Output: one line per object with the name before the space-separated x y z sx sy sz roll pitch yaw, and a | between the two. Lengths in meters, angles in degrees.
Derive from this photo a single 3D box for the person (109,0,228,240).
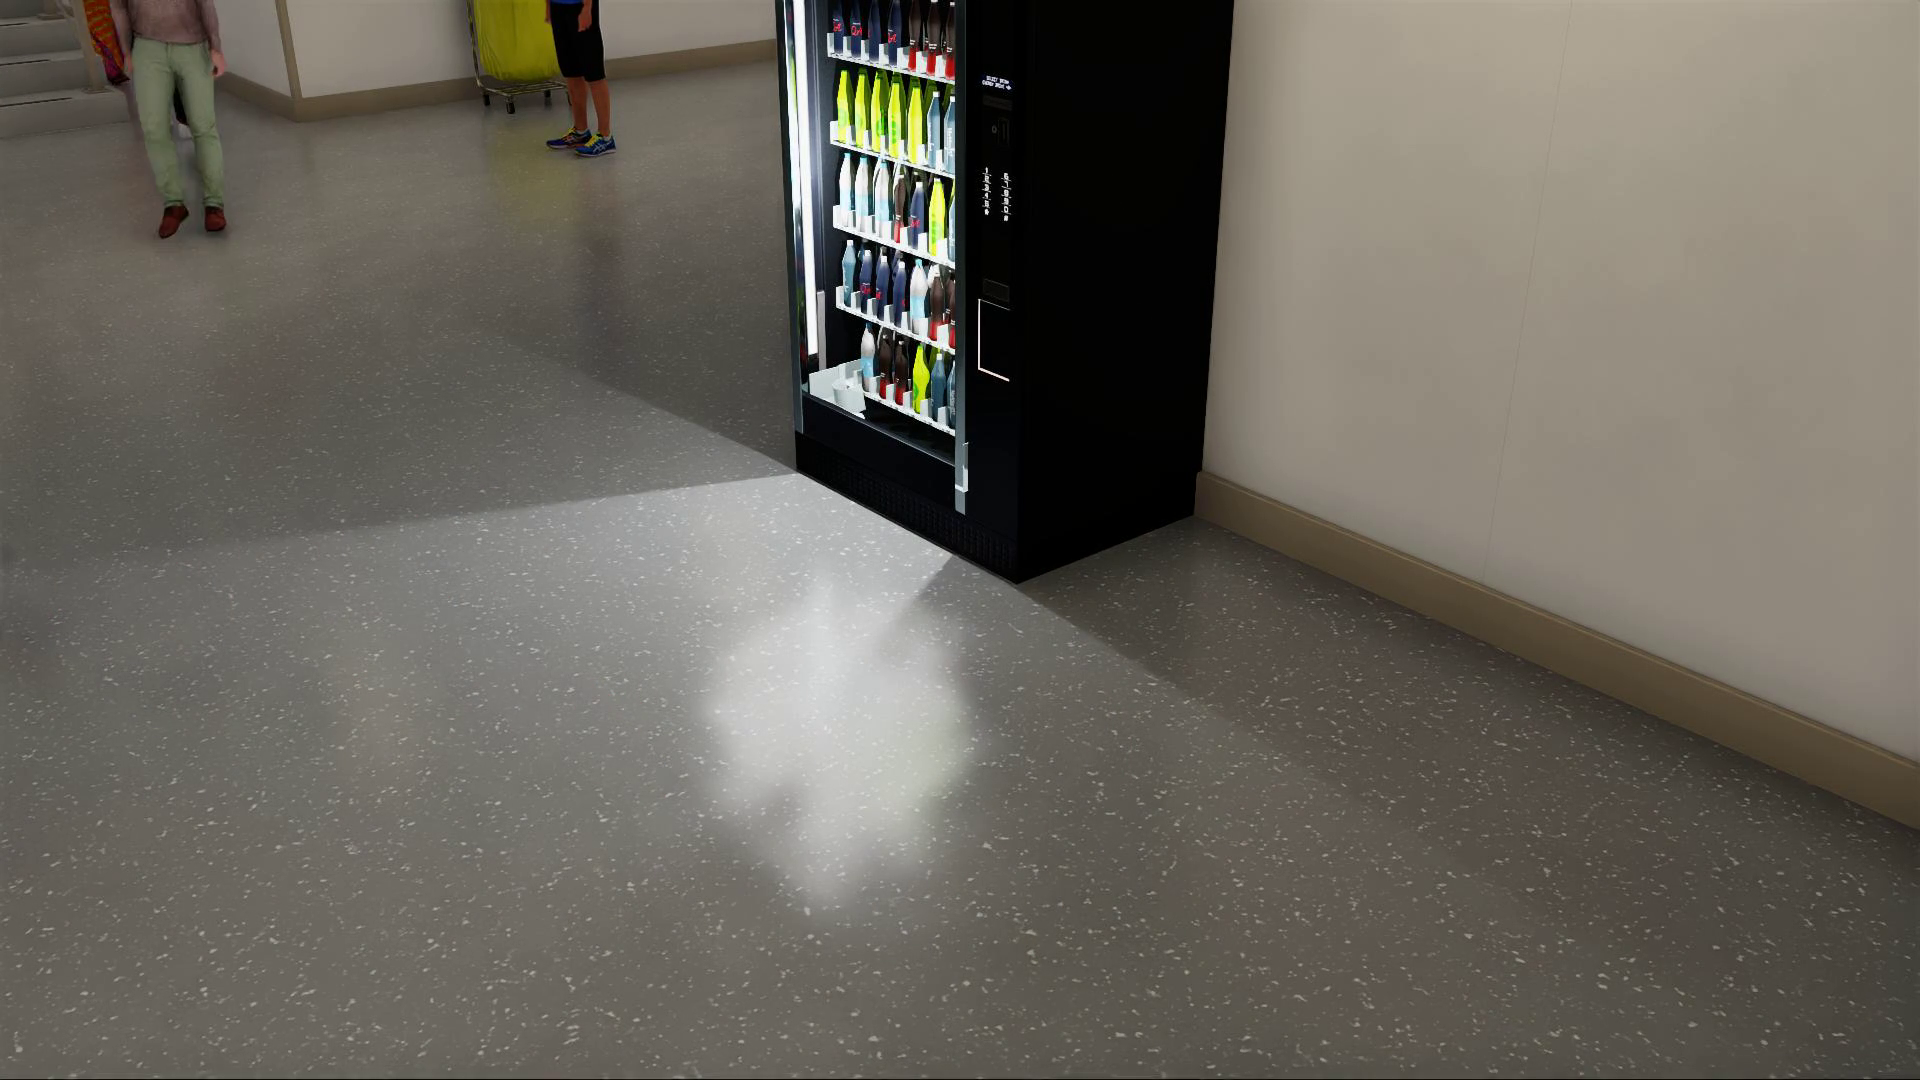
person | -4.108 -2.563 8.737 0.786 1.858 0.805 -8 27 -15

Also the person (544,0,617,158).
person | -2.409 -3.367 10.392 0.678 1.869 0.499 -22 34 -38

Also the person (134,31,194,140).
person | -5.273 -3.552 10.852 0.722 1.802 0.793 4 26 7
